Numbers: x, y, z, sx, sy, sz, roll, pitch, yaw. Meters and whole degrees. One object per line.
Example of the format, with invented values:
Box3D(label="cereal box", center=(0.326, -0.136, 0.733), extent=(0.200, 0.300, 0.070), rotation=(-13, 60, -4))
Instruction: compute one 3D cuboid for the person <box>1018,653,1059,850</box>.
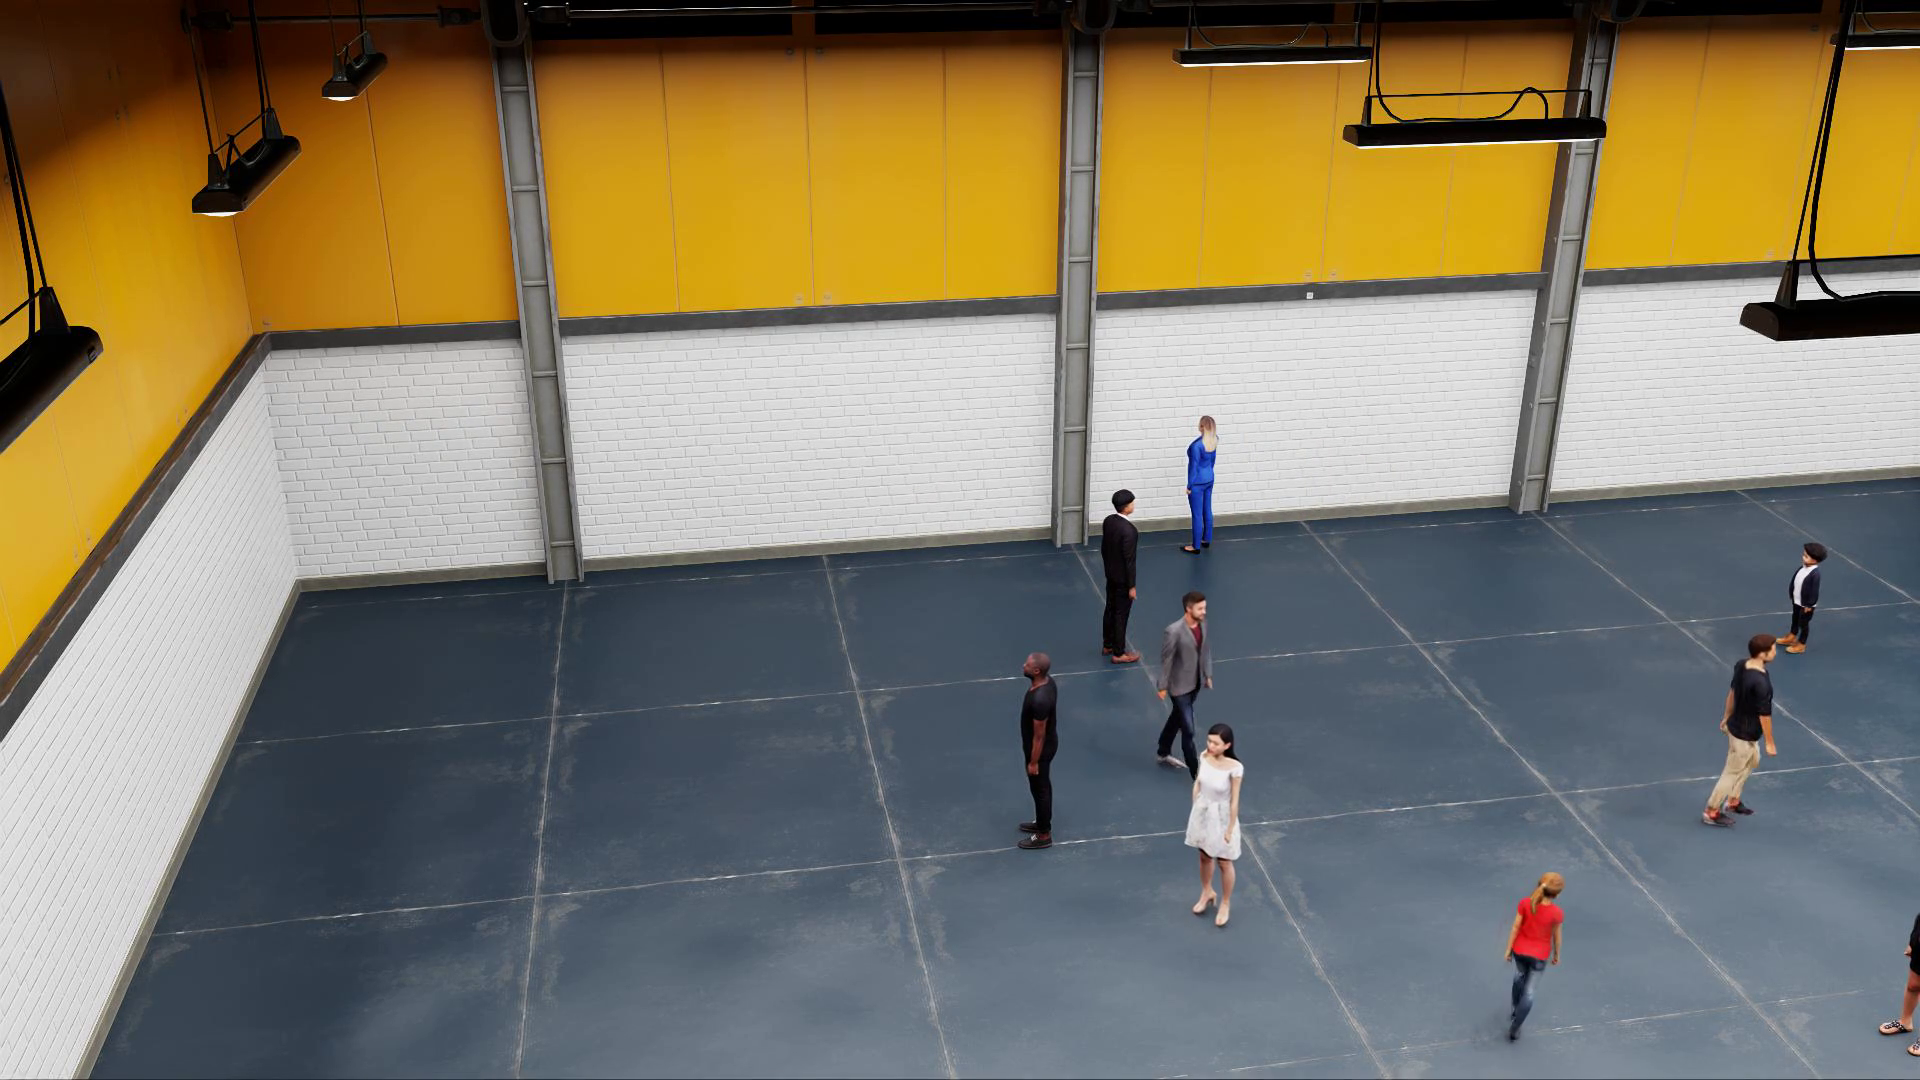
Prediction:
Box3D(label="person", center=(0.675, 1.759, 14.010), extent=(0.681, 1.819, 0.730), rotation=(3, 24, 7))

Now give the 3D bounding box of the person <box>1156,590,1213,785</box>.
Box3D(label="person", center=(1.965, 1.288, 15.063), extent=(1.136, 1.840, 1.124), rotation=(21, 31, 39))

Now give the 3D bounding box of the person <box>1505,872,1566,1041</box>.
Box3D(label="person", center=(4.054, 2.983, 11.877), extent=(0.718, 1.285, 0.779), rotation=(12, 26, 25))

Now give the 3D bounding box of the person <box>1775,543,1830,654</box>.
Box3D(label="person", center=(8.861, 0.590, 17.428), extent=(0.517, 1.223, 0.528), rotation=(0, 24, -1))

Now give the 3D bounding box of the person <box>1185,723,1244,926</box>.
Box3D(label="person", center=(2.004, 2.217, 13.025), extent=(0.810, 1.769, 0.773), rotation=(-21, 31, -40))

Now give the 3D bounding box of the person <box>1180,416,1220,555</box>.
Box3D(label="person", center=(2.875, -0.671, 19.716), extent=(0.766, 1.701, 0.689), rotation=(19, 30, 36))

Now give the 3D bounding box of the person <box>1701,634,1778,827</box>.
Box3D(label="person", center=(6.629, 1.644, 14.249), extent=(0.801, 1.838, 0.755), rotation=(3, 24, 7))

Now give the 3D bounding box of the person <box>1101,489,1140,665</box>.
Box3D(label="person", center=(1.637, 0.359, 17.133), extent=(0.648, 1.884, 0.751), rotation=(-10, 26, -22))

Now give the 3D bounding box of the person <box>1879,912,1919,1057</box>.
Box3D(label="person", center=(6.885, 2.908, 11.712), extent=(0.597, 1.555, 0.588), rotation=(-9, 25, -21))
